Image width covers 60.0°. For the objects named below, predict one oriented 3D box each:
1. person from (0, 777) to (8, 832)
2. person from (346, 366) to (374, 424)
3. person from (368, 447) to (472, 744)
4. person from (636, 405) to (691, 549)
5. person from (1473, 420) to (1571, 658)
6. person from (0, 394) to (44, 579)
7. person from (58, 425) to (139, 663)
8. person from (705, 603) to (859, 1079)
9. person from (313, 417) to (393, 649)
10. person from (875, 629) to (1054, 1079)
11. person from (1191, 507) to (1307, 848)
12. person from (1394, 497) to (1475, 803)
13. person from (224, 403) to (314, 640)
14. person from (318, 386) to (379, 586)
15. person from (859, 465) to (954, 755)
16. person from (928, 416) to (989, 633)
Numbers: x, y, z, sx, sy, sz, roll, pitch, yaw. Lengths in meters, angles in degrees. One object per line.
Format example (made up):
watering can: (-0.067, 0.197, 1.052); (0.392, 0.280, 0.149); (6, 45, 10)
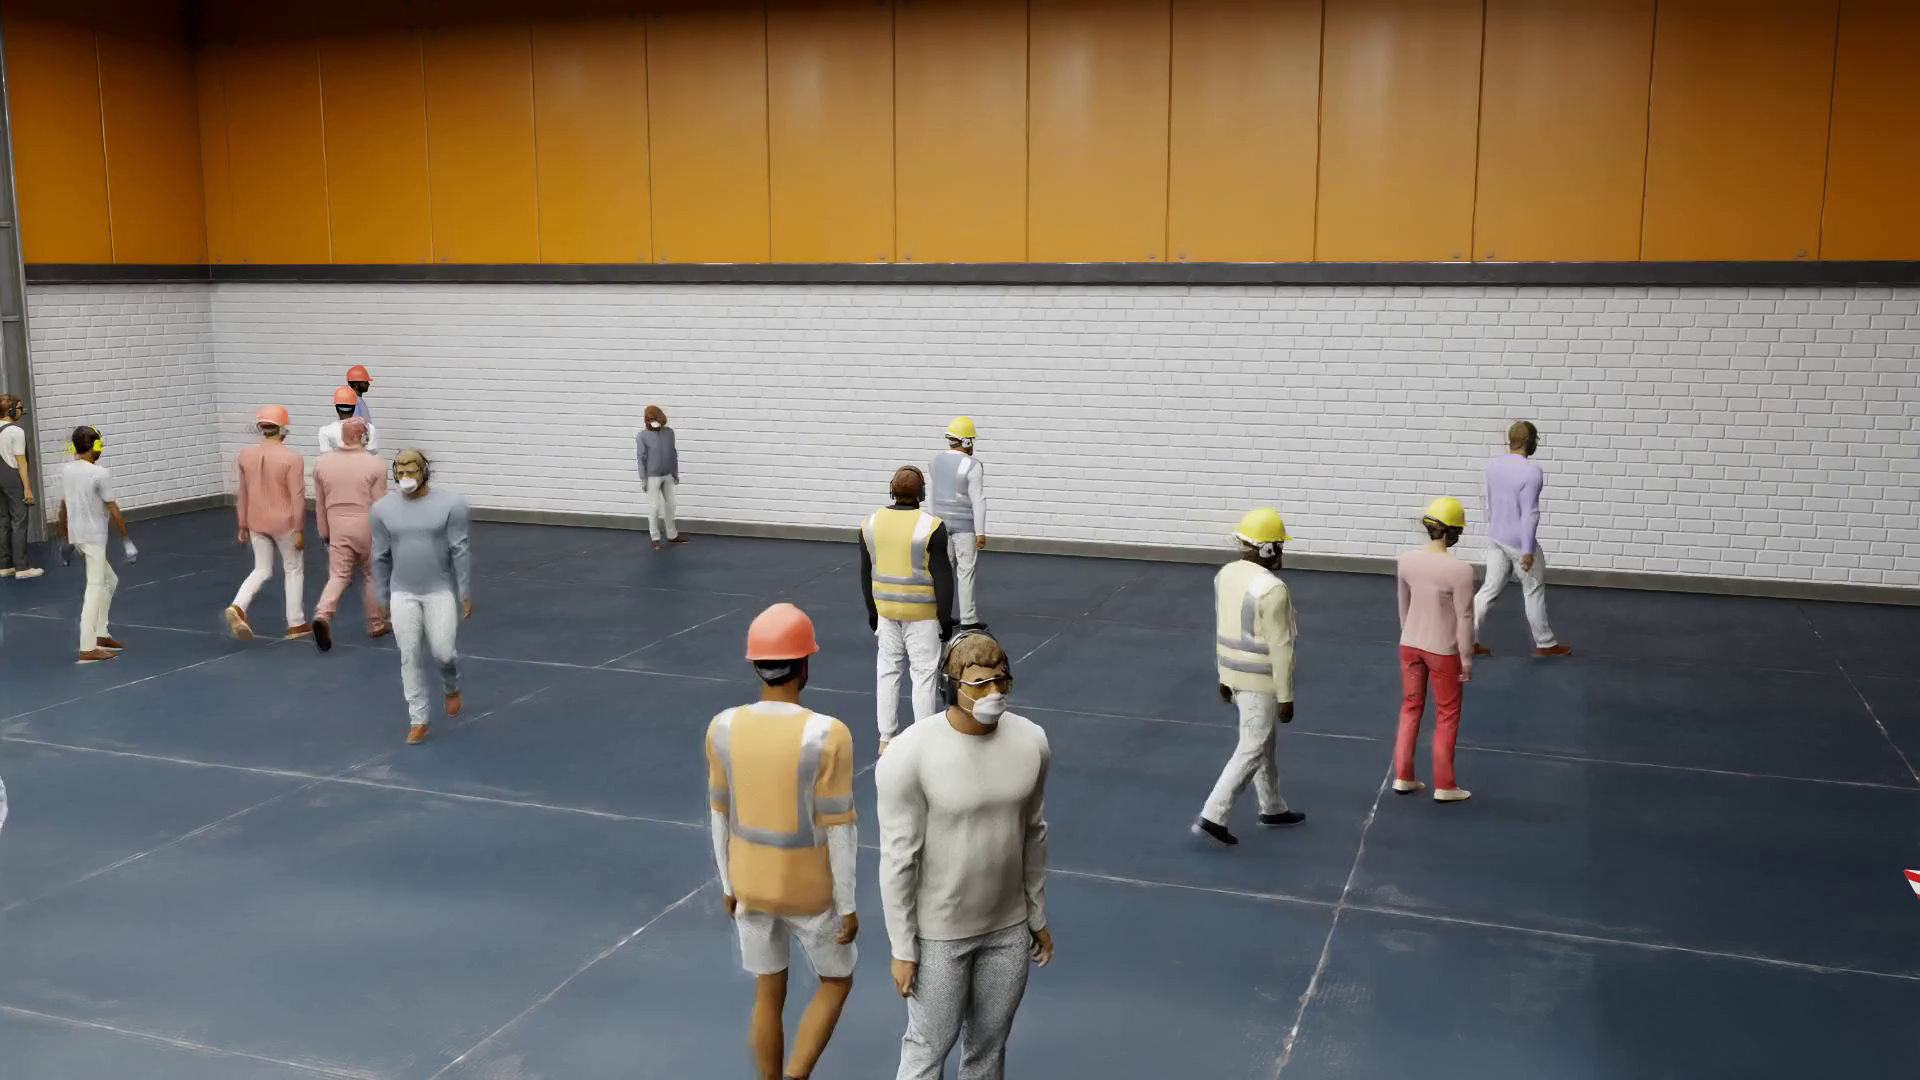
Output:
person: (-4.675, 0.999, 7.660); (0.520, 1.629, 0.367); (-1, 9, -7)
person: (-7.056, -1.082, 19.595); (0.361, 1.939, 0.543); (-3, 10, -19)
person: (-3.496, 0.340, 10.826); (0.641, 1.919, 0.567); (-1, 9, -6)
person: (-3.264, -0.693, 18.247); (0.351, 1.593, 0.652); (8, 12, 40)
person: (4.348, 0.006, 13.010); (0.927, 1.898, 0.646); (-3, 10, -18)
person: (-9.403, -0.531, 16.513); (0.501, 1.839, 0.341); (6, 11, 32)
person: (-6.730, 0.026, 13.020); (0.553, 1.840, 0.618); (6, 11, 31)
person: (-0.608, 1.172, 5.654); (0.554, 1.922, 0.481); (3, 10, 20)
person: (-4.955, -0.064, 13.526); (0.666, 1.874, 0.896); (1, 9, 5)
person: (0.030, 1.229, 5.258); (0.627, 1.941, 0.374); (-6, 11, -33)
person: (1.558, 0.722, 8.857); (0.695, 1.828, 0.603); (-3, 10, -19)
person: (2.725, 0.627, 9.538); (0.342, 1.763, 0.541); (-7, 11, -37)
person: (-5.682, -0.121, 13.580); (0.613, 1.969, 0.779); (2, 9, 14)
person: (-5.906, -0.521, 16.115); (0.543, 1.939, 0.361); (-5, 10, -26)
person: (-0.308, 0.452, 10.370); (0.633, 1.845, 0.429); (5, 10, 29)
person: (0.000, -0.126, 13.992); (0.594, 1.832, 0.403); (9, 13, 43)
